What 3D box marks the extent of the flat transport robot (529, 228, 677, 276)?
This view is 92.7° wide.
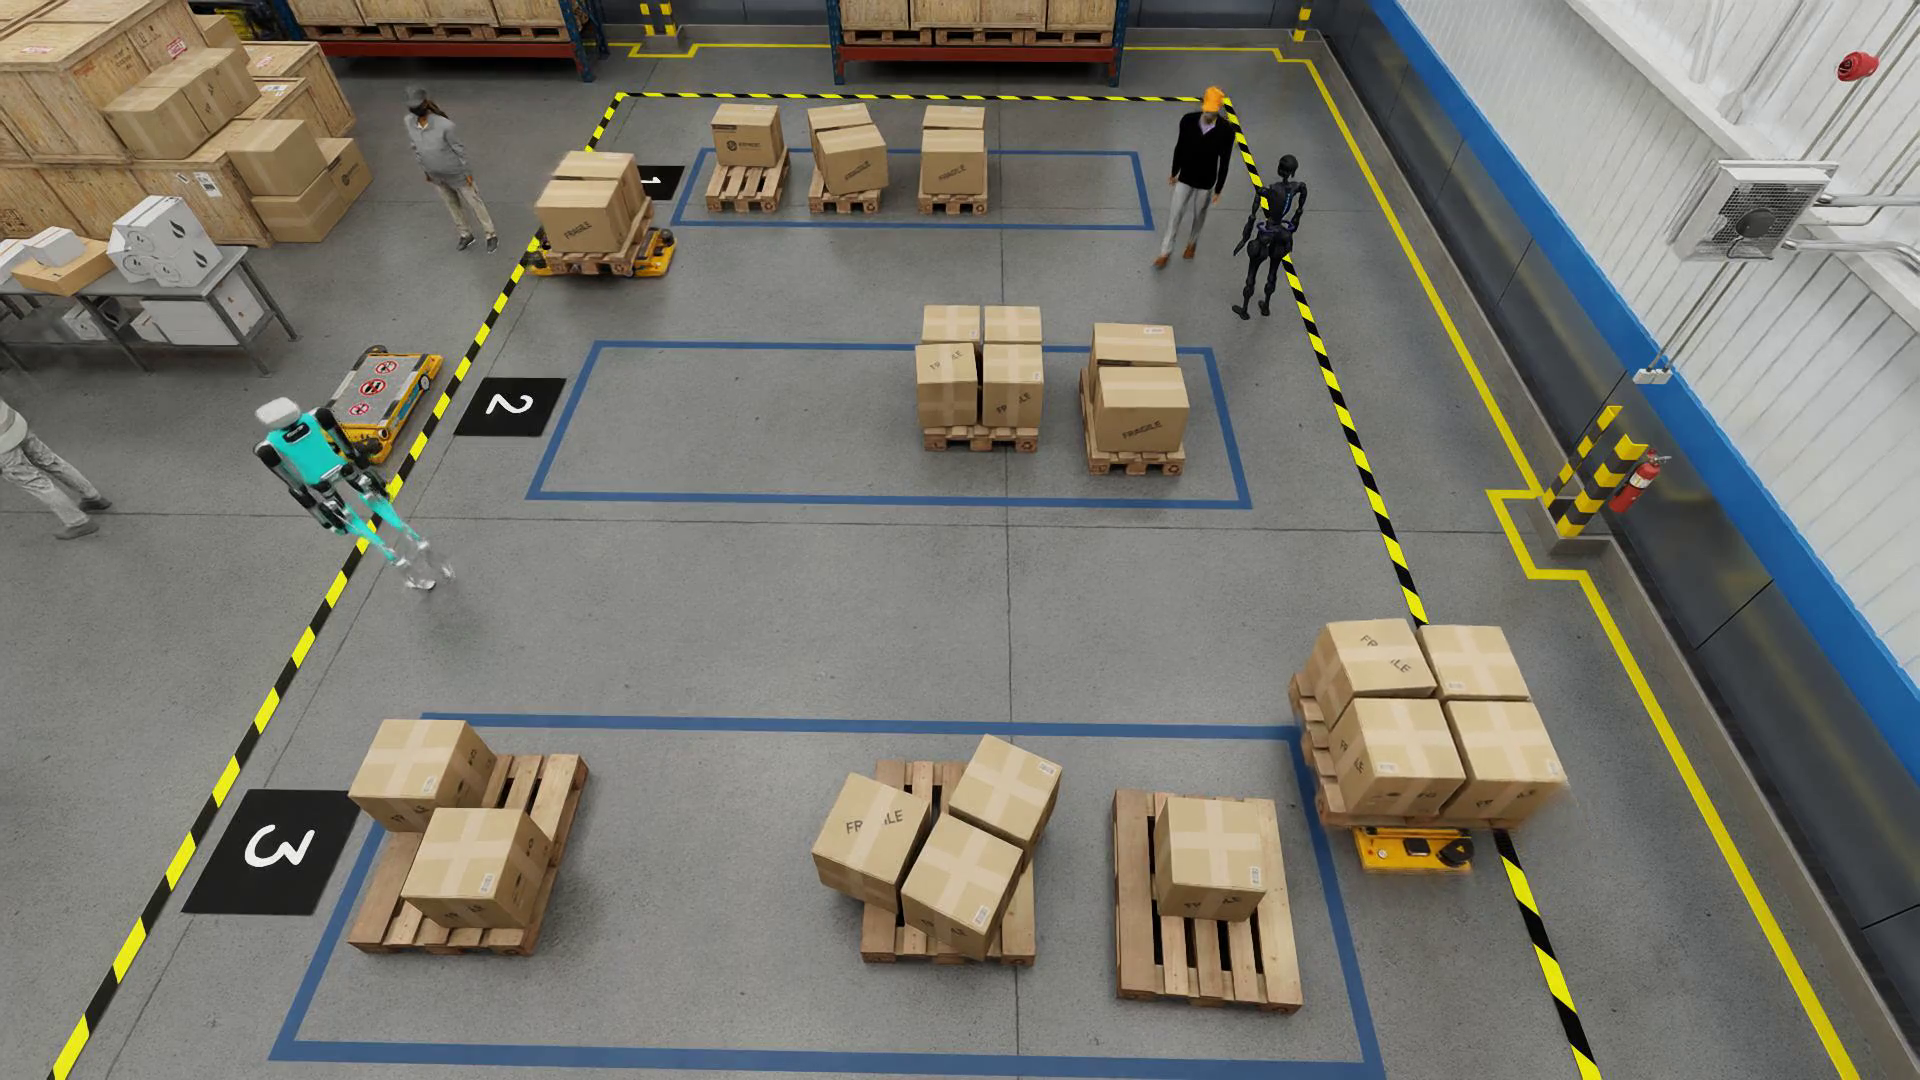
[{"bbox_3d":[-3.891,-3.162,10.025,1.431,0.197,0.652,1,50,1],"label":"flat transport robot"}]

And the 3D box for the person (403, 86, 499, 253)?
[{"bbox_3d":[-5.400,-3.898,9.682,0.568,1.768,0.398,6,50,5],"label":"person"}]

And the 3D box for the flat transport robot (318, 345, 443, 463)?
[{"bbox_3d":[-5.383,-1.269,8.441,0.659,0.231,1.431,1,50,1],"label":"flat transport robot"}]

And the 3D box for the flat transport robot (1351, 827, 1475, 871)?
[{"bbox_3d":[2.854,1.461,6.112,0.652,0.197,1.431,1,50,1],"label":"flat transport robot"}]

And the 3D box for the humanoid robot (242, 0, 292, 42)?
[{"bbox_3d":[-8.787,-6.374,11.857,0.766,1.624,0.607,2,50,2],"label":"humanoid robot"}]

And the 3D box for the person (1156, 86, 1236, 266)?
[{"bbox_3d":[2.437,-3.736,9.479,0.590,1.884,0.421,23,53,18],"label":"person"}]

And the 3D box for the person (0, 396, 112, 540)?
[{"bbox_3d":[-7.314,-0.783,6.937,0.412,1.939,0.609,-11,51,-9],"label":"person"}]

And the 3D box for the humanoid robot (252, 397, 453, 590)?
[{"bbox_3d":[-4.255,-0.193,6.587,0.809,1.793,0.535,25,54,20],"label":"humanoid robot"}]

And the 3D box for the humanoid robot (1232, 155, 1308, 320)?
[{"bbox_3d":[3.000,-2.925,8.910,0.599,1.655,0.315,-8,50,-7],"label":"humanoid robot"}]
